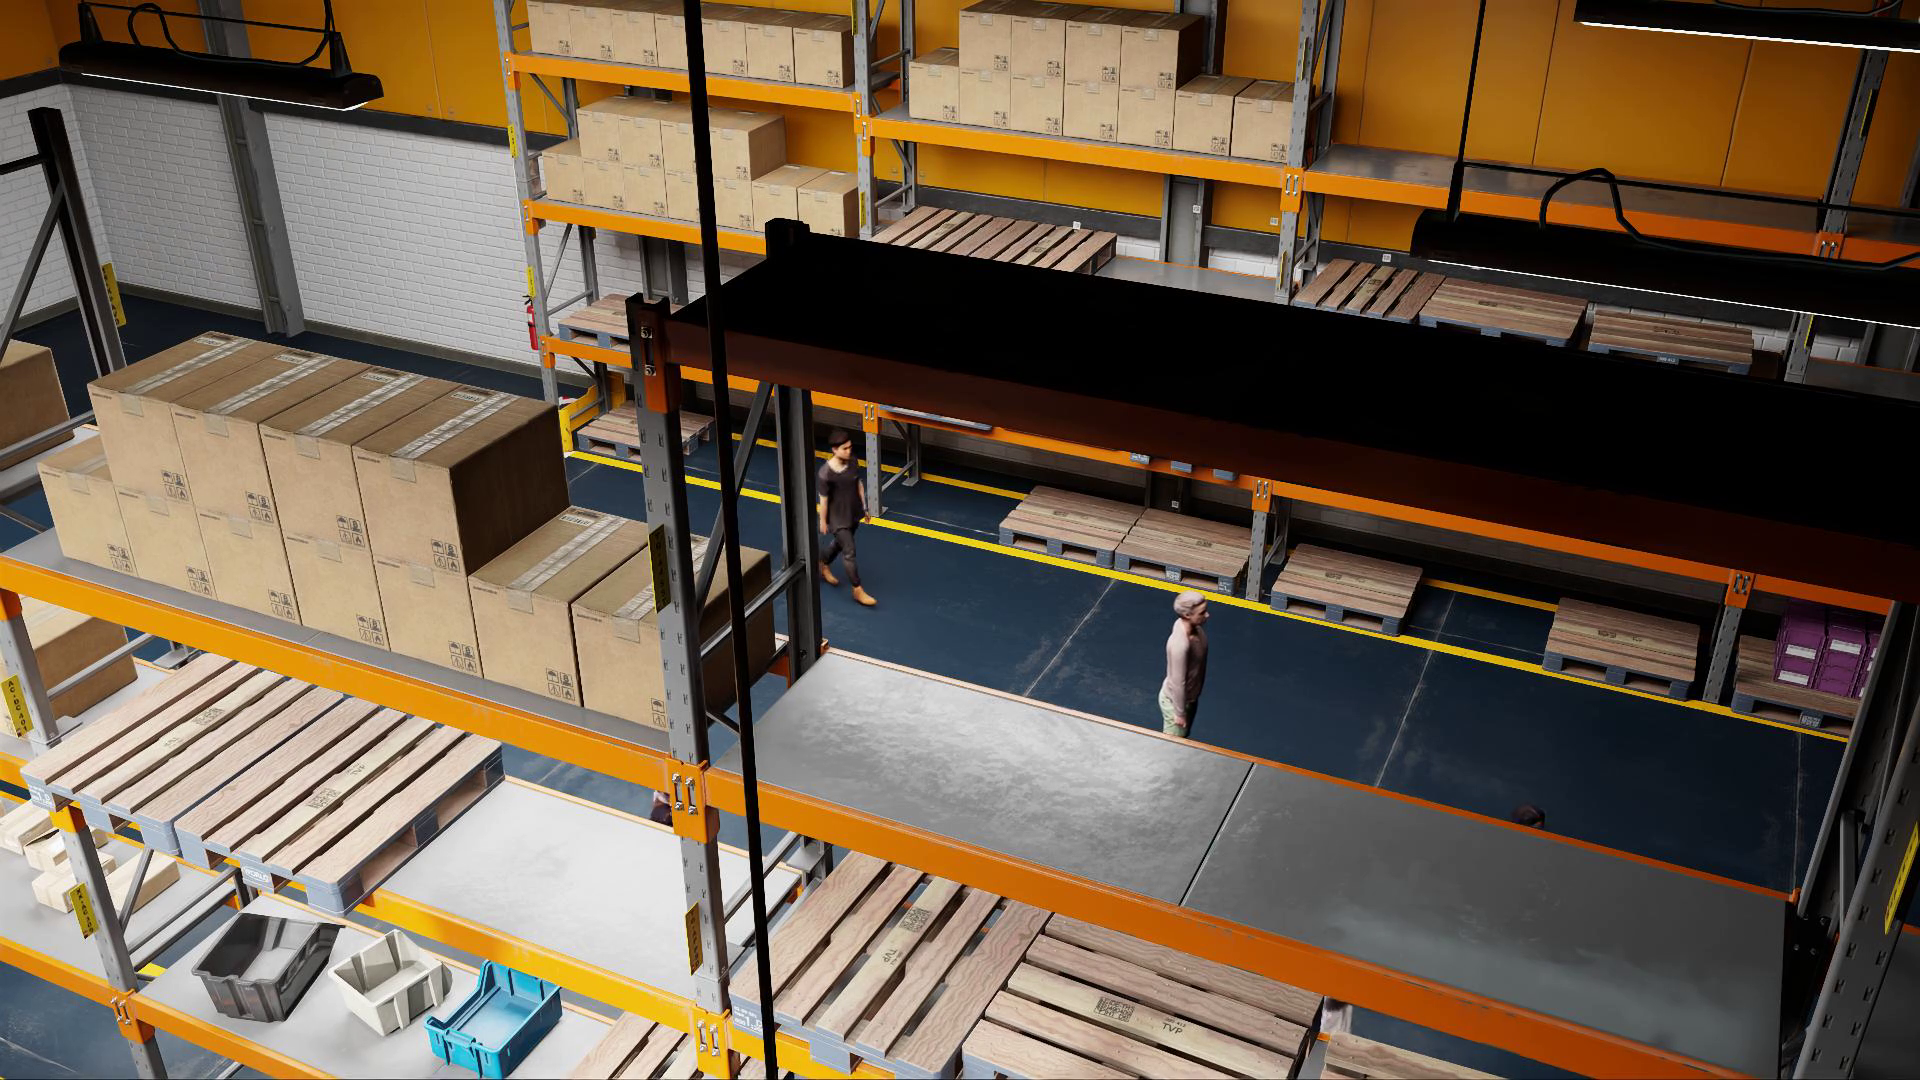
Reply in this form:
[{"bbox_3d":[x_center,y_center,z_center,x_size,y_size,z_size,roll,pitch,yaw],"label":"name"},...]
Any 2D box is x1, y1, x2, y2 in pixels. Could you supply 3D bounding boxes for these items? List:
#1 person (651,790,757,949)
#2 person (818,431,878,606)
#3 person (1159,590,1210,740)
[{"bbox_3d":[-1.927,2.084,11.118,0.969,1.604,0.630,12,31,21],"label":"person"},{"bbox_3d":[-1.131,-0.258,15.330,1.111,1.682,0.759,20,34,32],"label":"person"},{"bbox_3d":[1.660,1.193,12.469,0.633,1.873,0.713,8,30,14],"label":"person"}]
